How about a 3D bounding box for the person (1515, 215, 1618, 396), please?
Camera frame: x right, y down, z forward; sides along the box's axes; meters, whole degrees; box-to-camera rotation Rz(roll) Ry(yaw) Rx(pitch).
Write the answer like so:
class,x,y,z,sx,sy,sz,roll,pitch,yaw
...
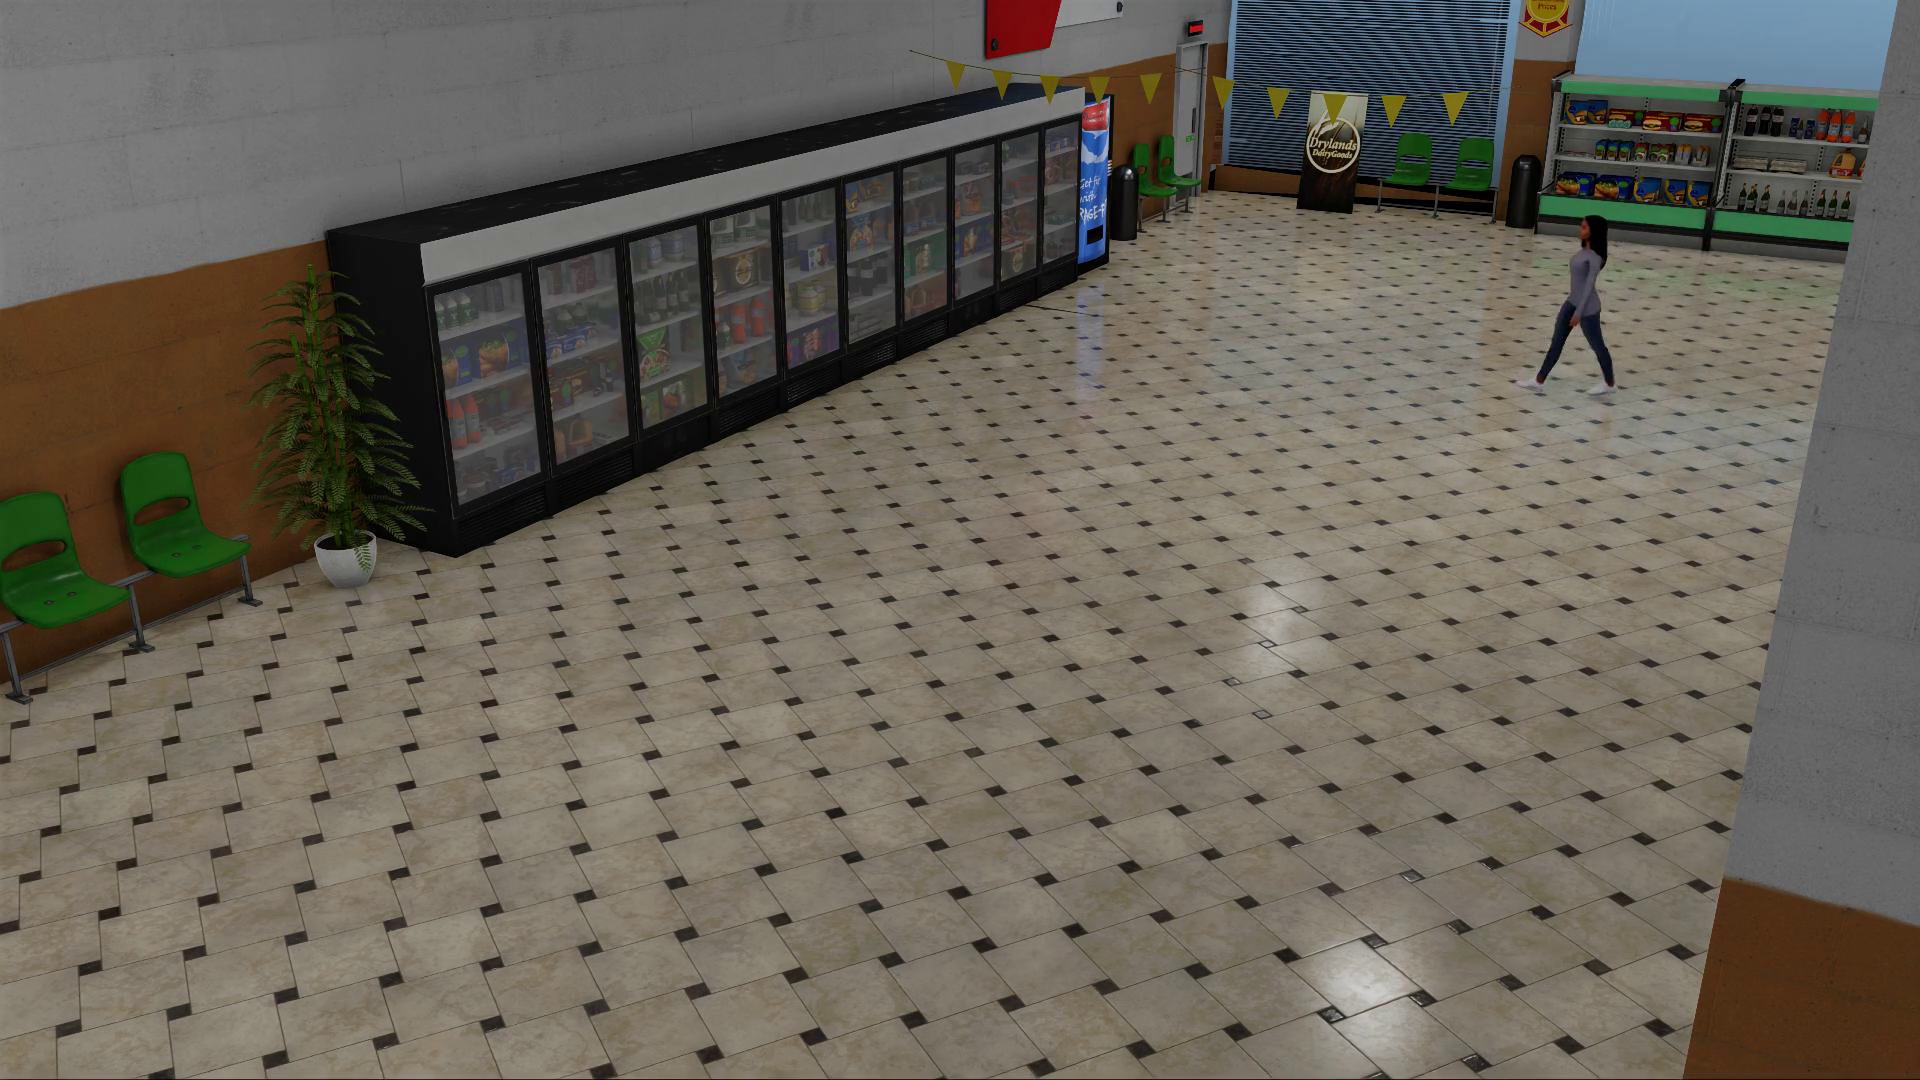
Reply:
class,x,y,z,sx,sy,sz,roll,pitch,yaw
person,5.882,-2.118,15.427,1.243,1.686,0.981,1,22,3
